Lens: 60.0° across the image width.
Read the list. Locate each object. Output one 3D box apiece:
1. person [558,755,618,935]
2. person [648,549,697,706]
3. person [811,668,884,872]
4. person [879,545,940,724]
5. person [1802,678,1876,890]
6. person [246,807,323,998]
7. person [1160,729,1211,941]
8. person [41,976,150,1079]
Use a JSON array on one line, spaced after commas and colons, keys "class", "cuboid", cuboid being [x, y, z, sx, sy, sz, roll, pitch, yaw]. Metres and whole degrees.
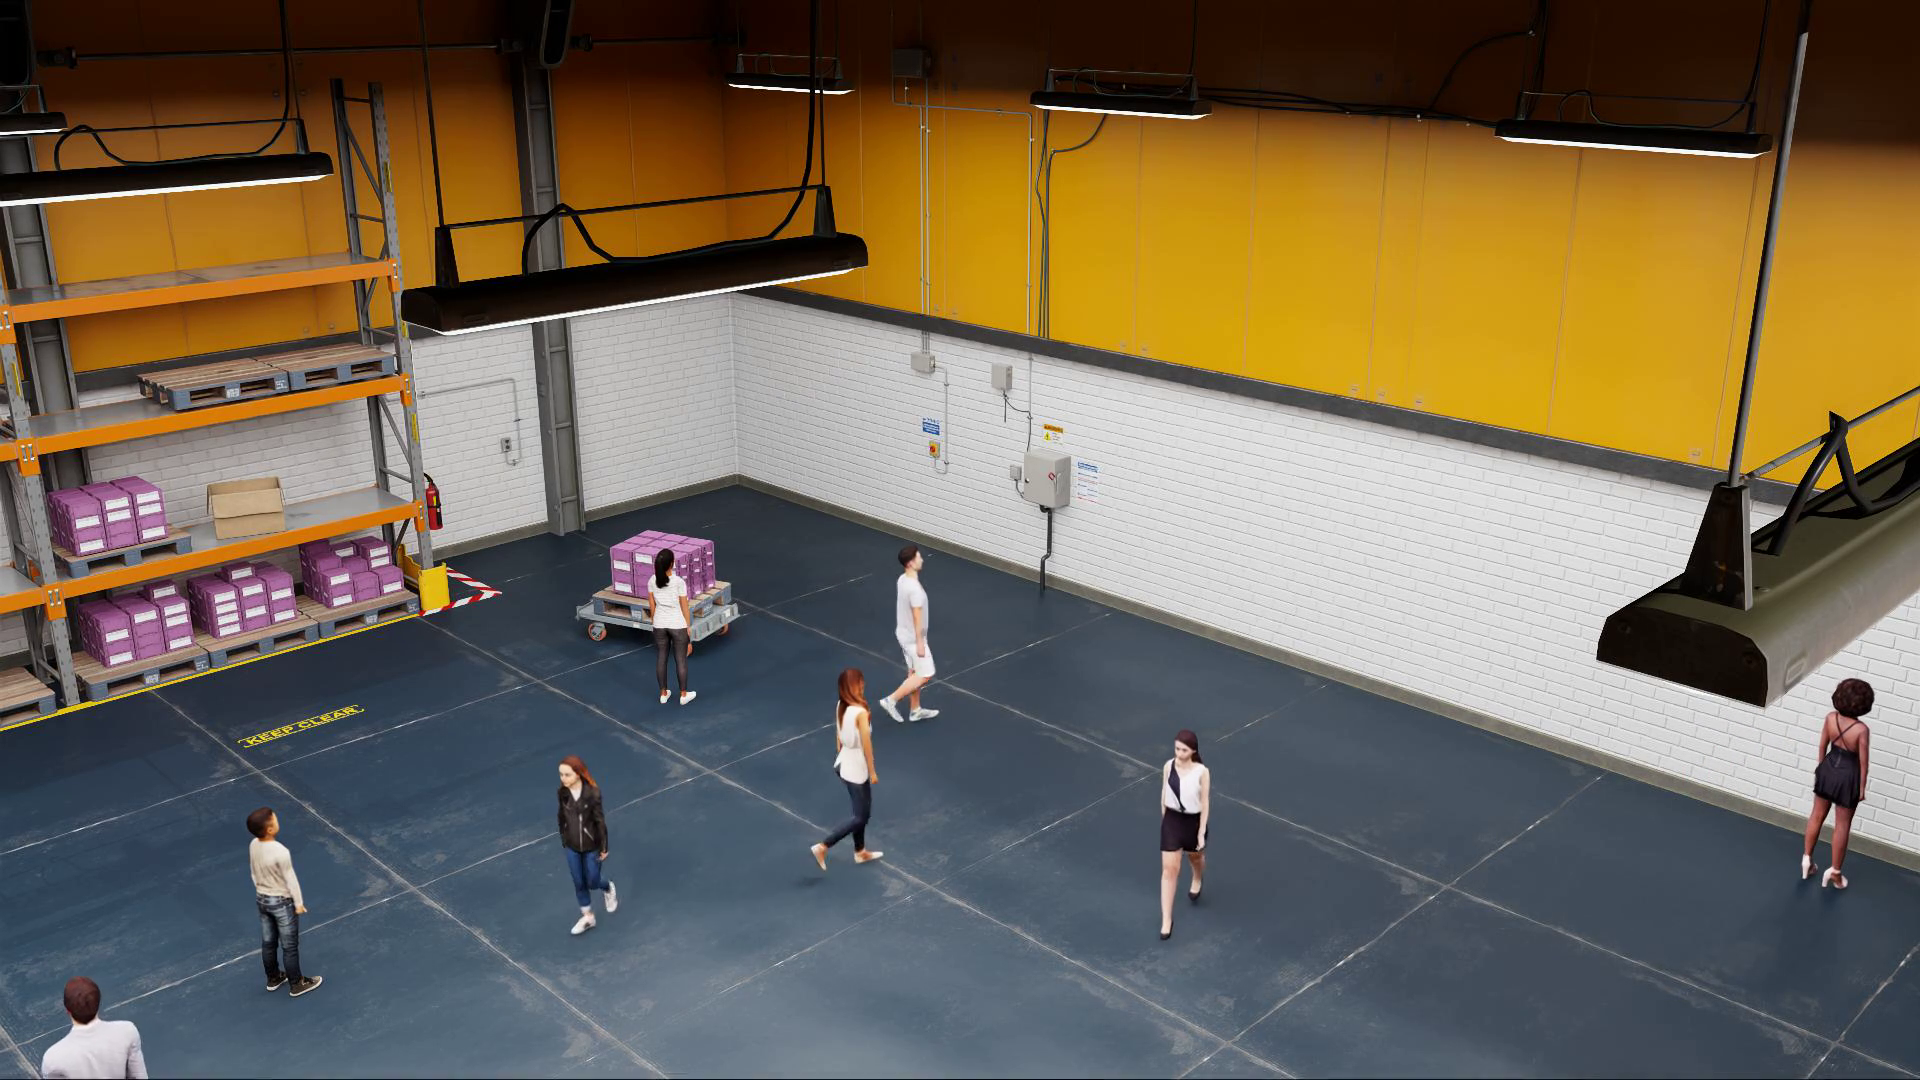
[{"class": "person", "cuboid": [-2.877, 2.311, 12.866, 0.730, 1.468, 0.818, 6, 19, 16]}, {"class": "person", "cuboid": [-2.938, 0.870, 16.865, 0.656, 1.647, 0.688, 4, 19, 11]}, {"class": "person", "cuboid": [-0.942, 1.912, 13.584, 0.978, 1.767, 0.753, -10, 21, -27]}, {"class": "person", "cuboid": [-0.540, 0.953, 16.304, 1.008, 1.848, 0.908, -5, 19, -16]}, {"class": "person", "cuboid": [7.089, 1.955, 13.421, 0.615, 1.789, 0.622, -10, 21, -28]}, {"class": "person", "cuboid": [-4.941, 2.603, 12.007, 0.619, 1.464, 0.607, 8, 20, 23]}, {"class": "person", "cuboid": [1.785, 2.222, 12.921, 0.855, 1.603, 1.139, 7, 20, 20]}, {"class": "person", "cuboid": [-4.757, 3.341, 9.282, 0.841, 1.804, 1.151, 14, 23, 37]}]
